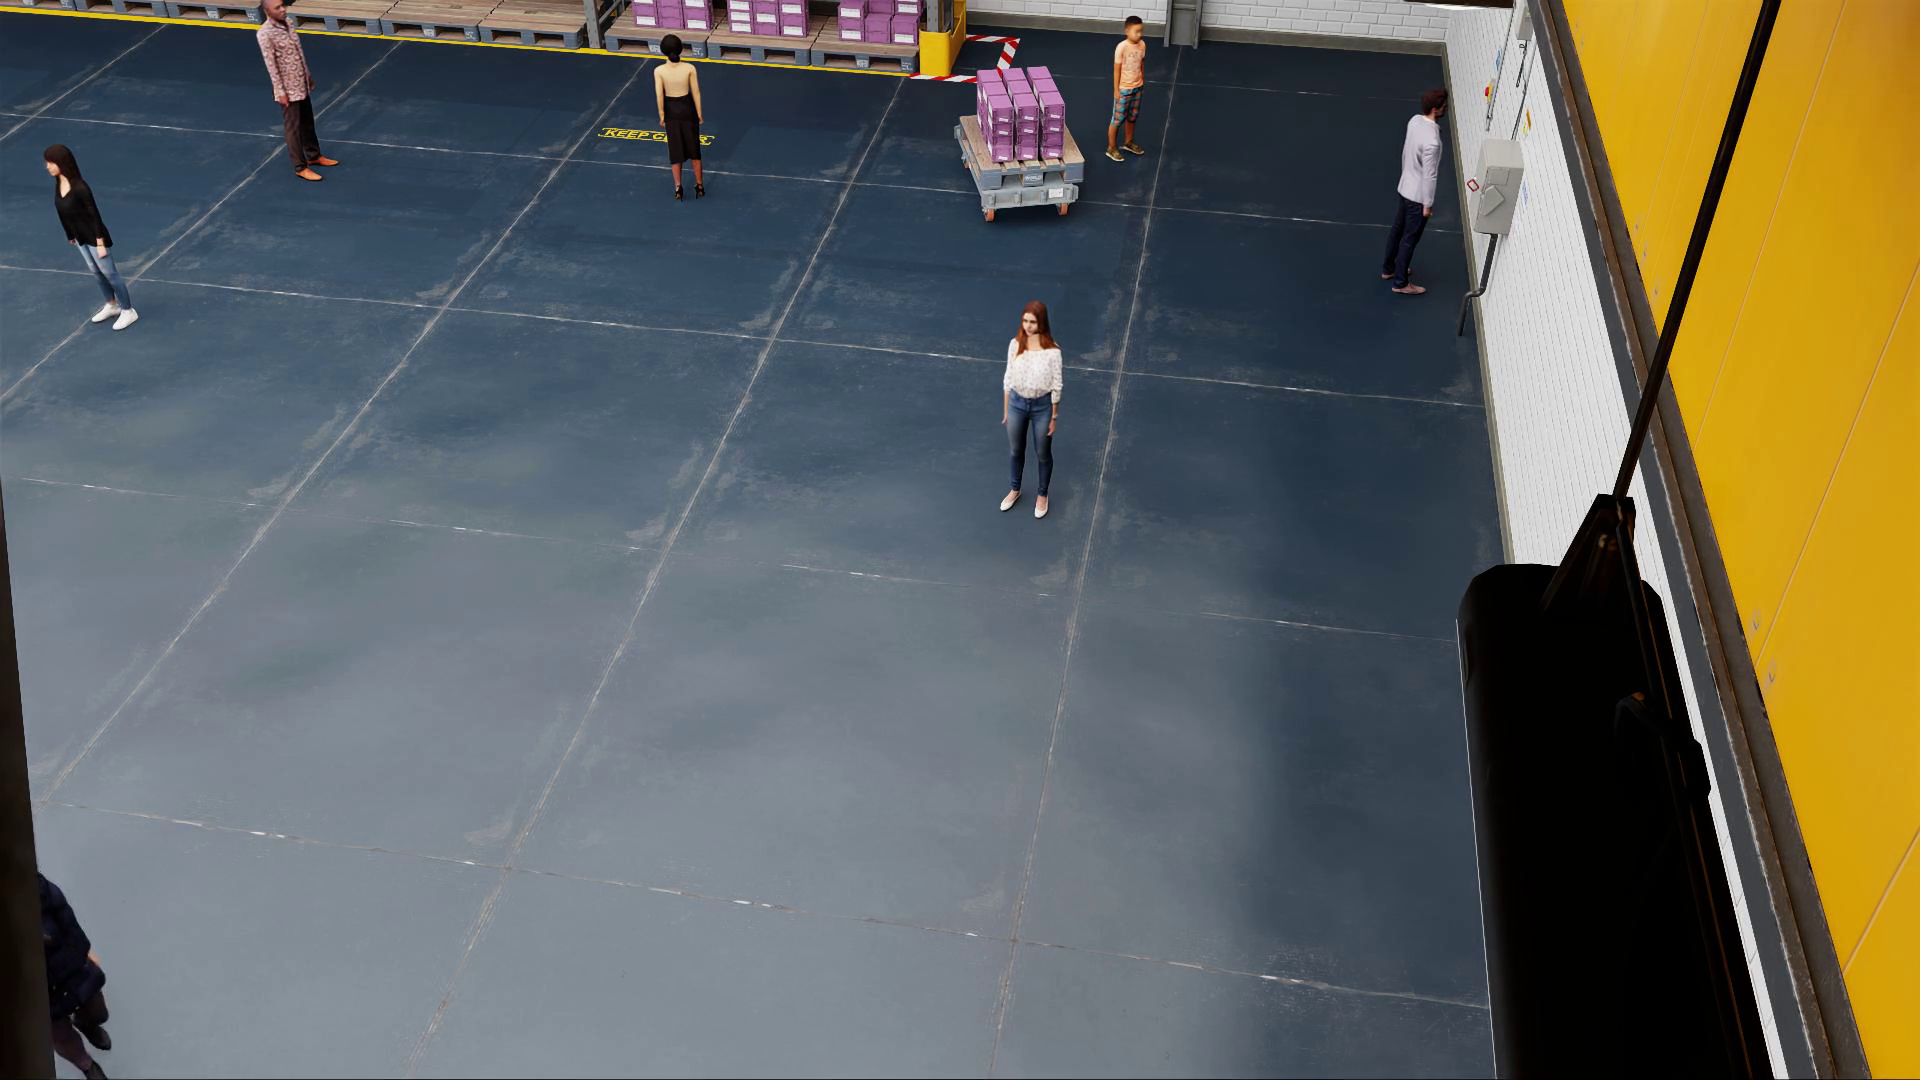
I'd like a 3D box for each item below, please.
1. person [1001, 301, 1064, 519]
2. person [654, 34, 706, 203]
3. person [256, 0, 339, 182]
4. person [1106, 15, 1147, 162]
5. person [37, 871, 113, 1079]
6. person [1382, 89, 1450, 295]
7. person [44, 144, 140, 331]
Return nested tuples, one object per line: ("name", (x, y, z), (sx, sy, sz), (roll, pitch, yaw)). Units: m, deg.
("person", (0.516, -0.954, 11.970), (0.498, 1.729, 0.669), (13, 40, 15))
("person", (-2.669, -4.031, 15.884), (0.586, 1.653, 0.699), (-7, 39, -9))
("person", (-6.560, -4.460, 16.297), (0.577, 1.808, 0.673), (8, 39, 9))
("person", (1.679, -4.547, 16.688), (0.583, 1.456, 0.641), (-24, 45, -27))
("person", (-4.537, 2.103, 8.189), (0.845, 1.670, 0.902), (-31, 48, -33))
("person", (3.980, -3.060, 14.510), (0.679, 1.850, 0.744), (-5, 39, -6))
("person", (-7.365, -2.584, 14.076), (0.562, 1.647, 0.689), (20, 43, 23))
